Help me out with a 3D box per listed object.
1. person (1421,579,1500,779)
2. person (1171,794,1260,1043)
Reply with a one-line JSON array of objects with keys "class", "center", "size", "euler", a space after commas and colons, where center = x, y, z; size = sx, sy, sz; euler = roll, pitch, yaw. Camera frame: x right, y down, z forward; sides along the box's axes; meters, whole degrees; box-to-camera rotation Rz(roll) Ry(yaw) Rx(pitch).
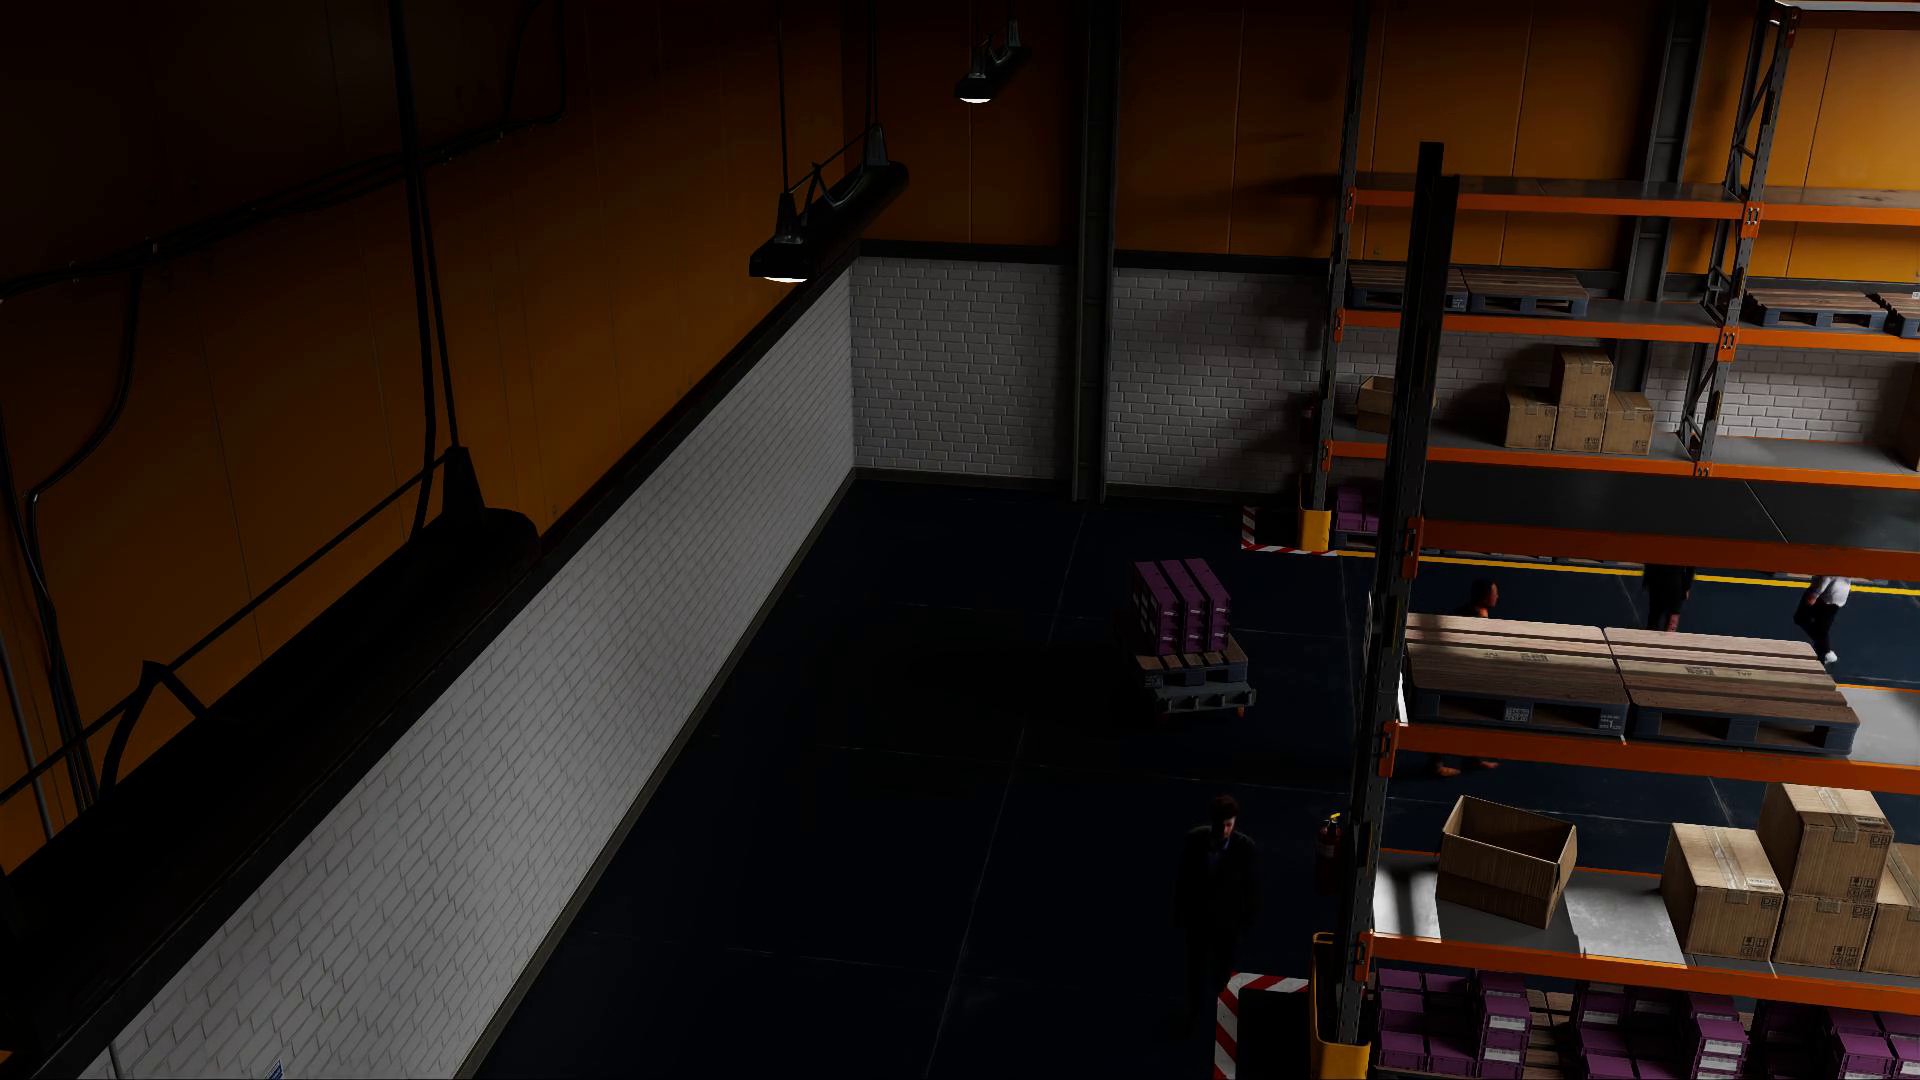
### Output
[{"class": "person", "center": [4.190, 1.203, 14.099], "size": [0.955, 1.884, 0.777], "euler": [1, 24, 2]}, {"class": "person", "center": [1.730, 2.466, 11.234], "size": [0.938, 1.865, 0.879], "euler": [9, 25, 19]}]
